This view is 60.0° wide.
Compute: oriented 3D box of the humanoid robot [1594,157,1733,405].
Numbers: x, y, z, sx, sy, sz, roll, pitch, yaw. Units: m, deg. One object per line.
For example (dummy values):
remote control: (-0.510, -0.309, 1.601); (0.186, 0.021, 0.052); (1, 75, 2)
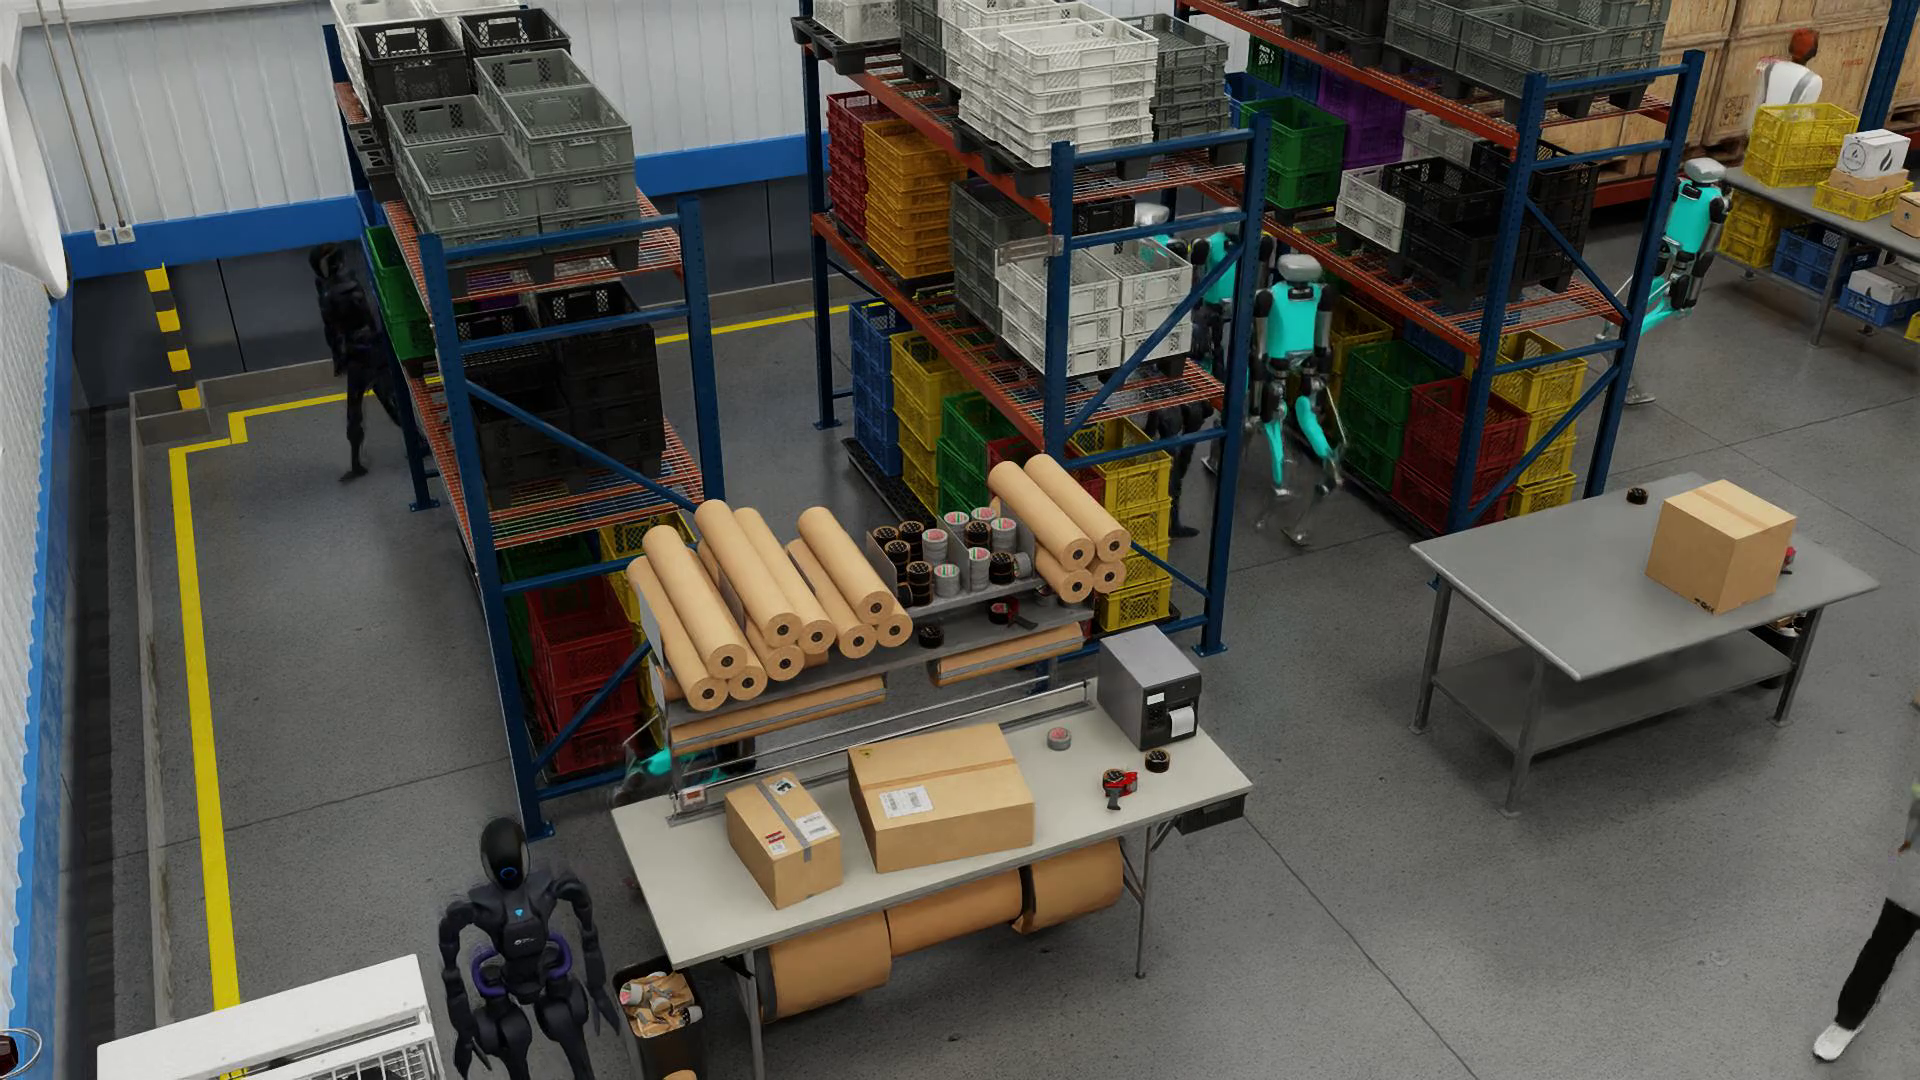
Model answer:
humanoid robot: (4.671, -1.727, 11.282); (0.734, 1.691, 0.531); (-10, 33, -16)

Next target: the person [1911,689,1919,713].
person: (5.243, 0.057, 8.189); (0.613, 2.040, 0.390); (-12, 33, -18)

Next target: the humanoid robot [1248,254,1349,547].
humanoid robot: (2.010, -0.710, 9.749); (0.550, 1.781, 0.875); (-7, 32, -12)

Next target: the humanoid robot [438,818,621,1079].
humanoid robot: (-1.532, 1.657, 5.933); (0.590, 1.645, 0.358); (-14, 34, -22)

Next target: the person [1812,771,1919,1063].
person: (3.901, 1.263, 6.458); (0.882, 1.809, 0.588); (-12, 34, -19)

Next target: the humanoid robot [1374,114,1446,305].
humanoid robot: (3.579, -2.530, 12.783); (0.794, 1.623, 0.587); (-3, 32, -5)

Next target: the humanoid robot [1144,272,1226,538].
humanoid robot: (1.377, -0.818, 9.983); (0.599, 1.643, 0.677); (-15, 35, -23)

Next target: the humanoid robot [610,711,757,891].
humanoid robot: (-1.175, 0.874, 7.183); (1.050, 1.739, 0.557); (-17, 35, -25)

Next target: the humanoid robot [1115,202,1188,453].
humanoid robot: (1.253, -1.409, 10.826); (0.534, 1.760, 0.696); (13, 34, 20)

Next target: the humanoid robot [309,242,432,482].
humanoid robot: (-3.765, -1.156, 10.554); (0.610, 1.628, 0.730); (22, 38, 31)

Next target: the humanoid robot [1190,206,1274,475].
humanoid robot: (1.716, -1.133, 10.454); (0.540, 1.850, 0.672); (-7, 32, -11)

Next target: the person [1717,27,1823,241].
person: (6.820, -3.340, 13.880); (0.812, 1.858, 0.591); (-14, 34, -21)
